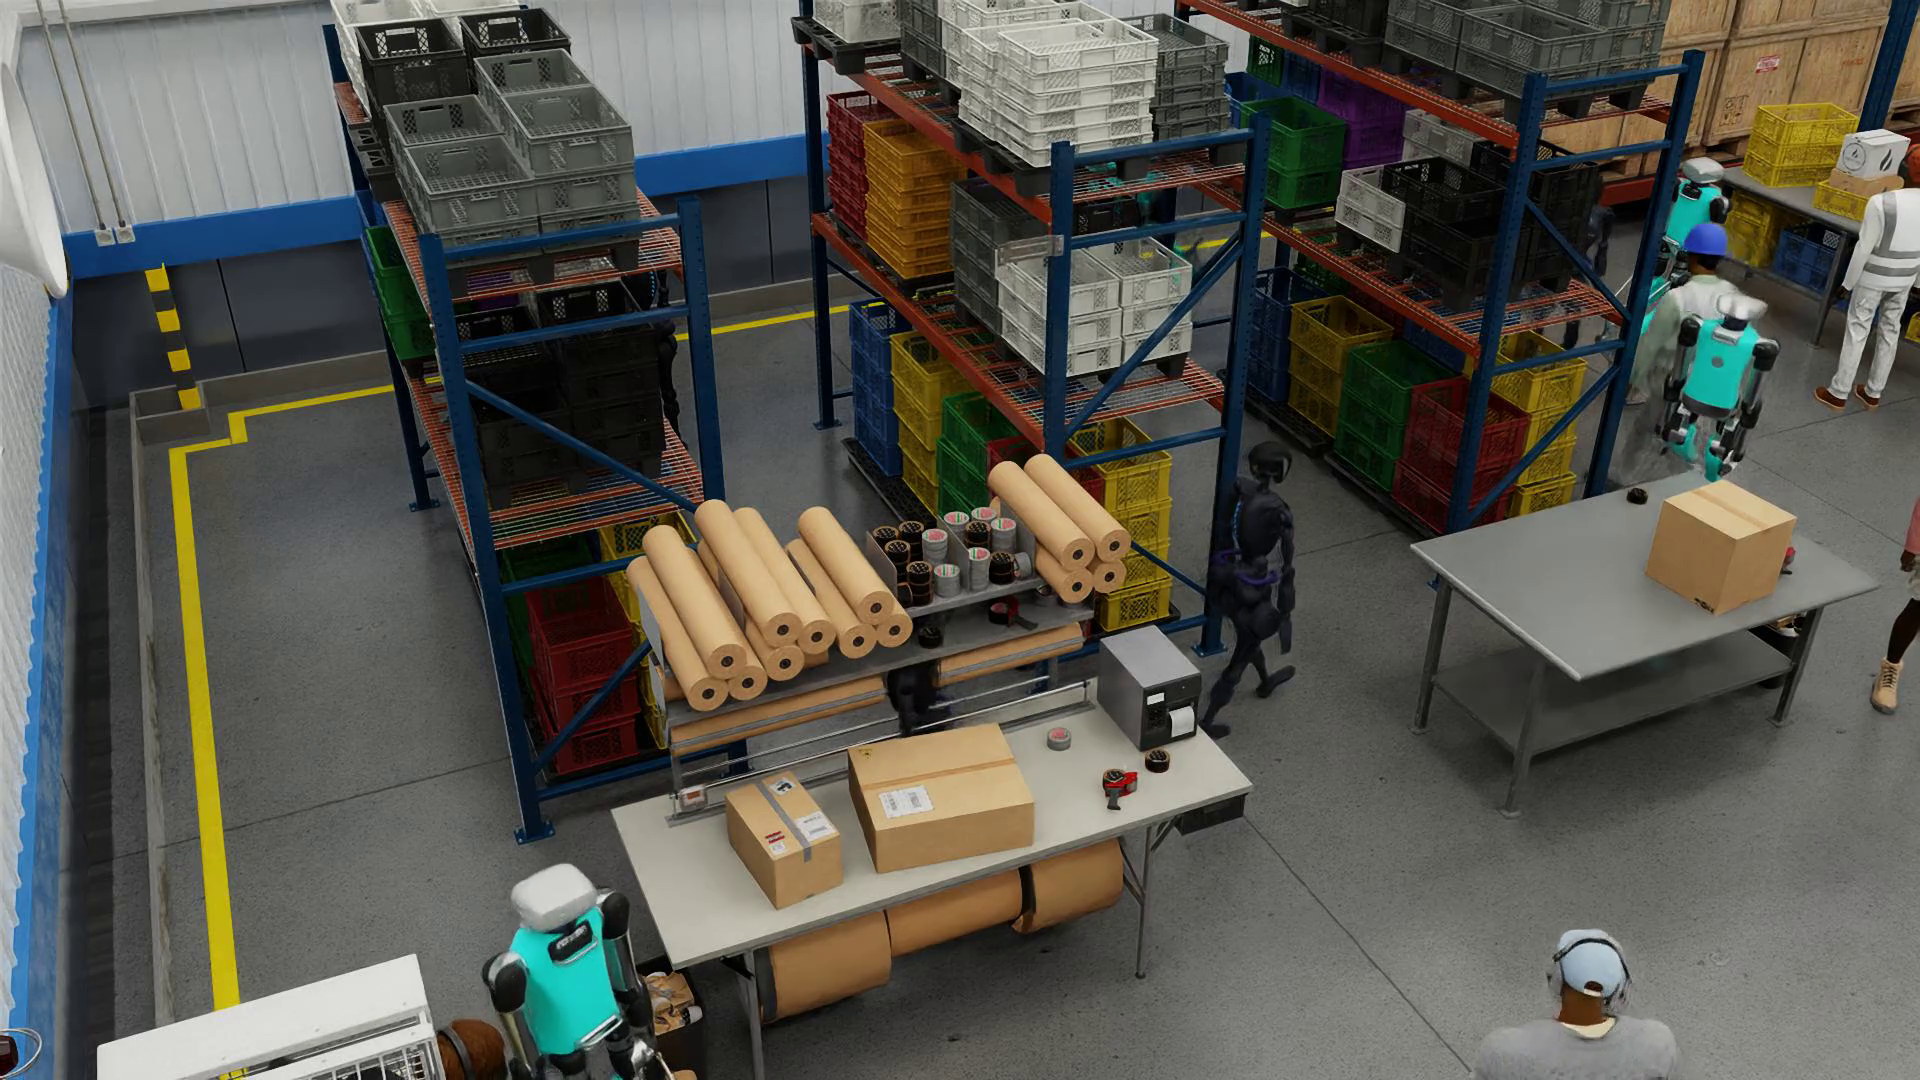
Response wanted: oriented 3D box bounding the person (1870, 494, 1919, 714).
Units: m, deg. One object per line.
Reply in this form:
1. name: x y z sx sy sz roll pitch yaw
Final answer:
1. person: 5.016 0.033 8.237 0.600 2.036 0.401 10 33 16

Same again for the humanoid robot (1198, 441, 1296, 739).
1. humanoid robot: 1.487 0.240 8.273 0.770 1.621 0.611 -15 35 -23

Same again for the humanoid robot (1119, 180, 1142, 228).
1. humanoid robot: 1.091 -2.290 12.332 0.599 1.657 0.315 18 36 26

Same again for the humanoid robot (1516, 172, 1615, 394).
1. humanoid robot: 4.189 -1.788 11.530 0.610 1.633 0.375 -9 33 -14

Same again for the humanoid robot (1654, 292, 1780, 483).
1. humanoid robot: 4.402 -0.662 9.673 0.543 1.809 0.854 25 39 34

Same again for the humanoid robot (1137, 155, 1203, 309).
1. humanoid robot: 1.582 -2.278 12.269 0.752 1.780 0.535 -6 32 -9

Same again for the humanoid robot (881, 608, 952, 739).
1. humanoid robot: -0.226 0.894 7.201 0.750 1.626 0.585 2 32 3

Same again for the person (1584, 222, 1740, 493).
1. person: 4.344 -0.943 9.957 0.610 1.899 1.004 -20 37 -29

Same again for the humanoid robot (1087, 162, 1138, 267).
1. humanoid robot: 1.098 -2.210 12.162 0.530 1.785 0.761 13 34 20

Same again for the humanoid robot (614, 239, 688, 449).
1. humanoid robot: -2.036 -1.279 10.689 0.315 1.657 0.599 19 36 28

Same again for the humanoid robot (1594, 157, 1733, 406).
1. humanoid robot: 4.673 -1.727 11.281 0.744 1.690 0.531 -10 33 -16

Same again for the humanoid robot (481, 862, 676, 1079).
1. humanoid robot: -1.060 1.930 5.470 0.837 1.789 0.551 23 38 32

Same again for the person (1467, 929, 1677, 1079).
1. person: 1.842 1.949 5.304 0.654 1.840 0.422 -2 32 -3

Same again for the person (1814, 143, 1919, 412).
1. person: 6.273 -1.759 11.289 0.583 1.879 0.341 -1 32 -2

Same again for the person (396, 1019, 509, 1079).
1. person: -1.410 2.140 5.010 0.431 1.835 0.619 -27 40 -36
